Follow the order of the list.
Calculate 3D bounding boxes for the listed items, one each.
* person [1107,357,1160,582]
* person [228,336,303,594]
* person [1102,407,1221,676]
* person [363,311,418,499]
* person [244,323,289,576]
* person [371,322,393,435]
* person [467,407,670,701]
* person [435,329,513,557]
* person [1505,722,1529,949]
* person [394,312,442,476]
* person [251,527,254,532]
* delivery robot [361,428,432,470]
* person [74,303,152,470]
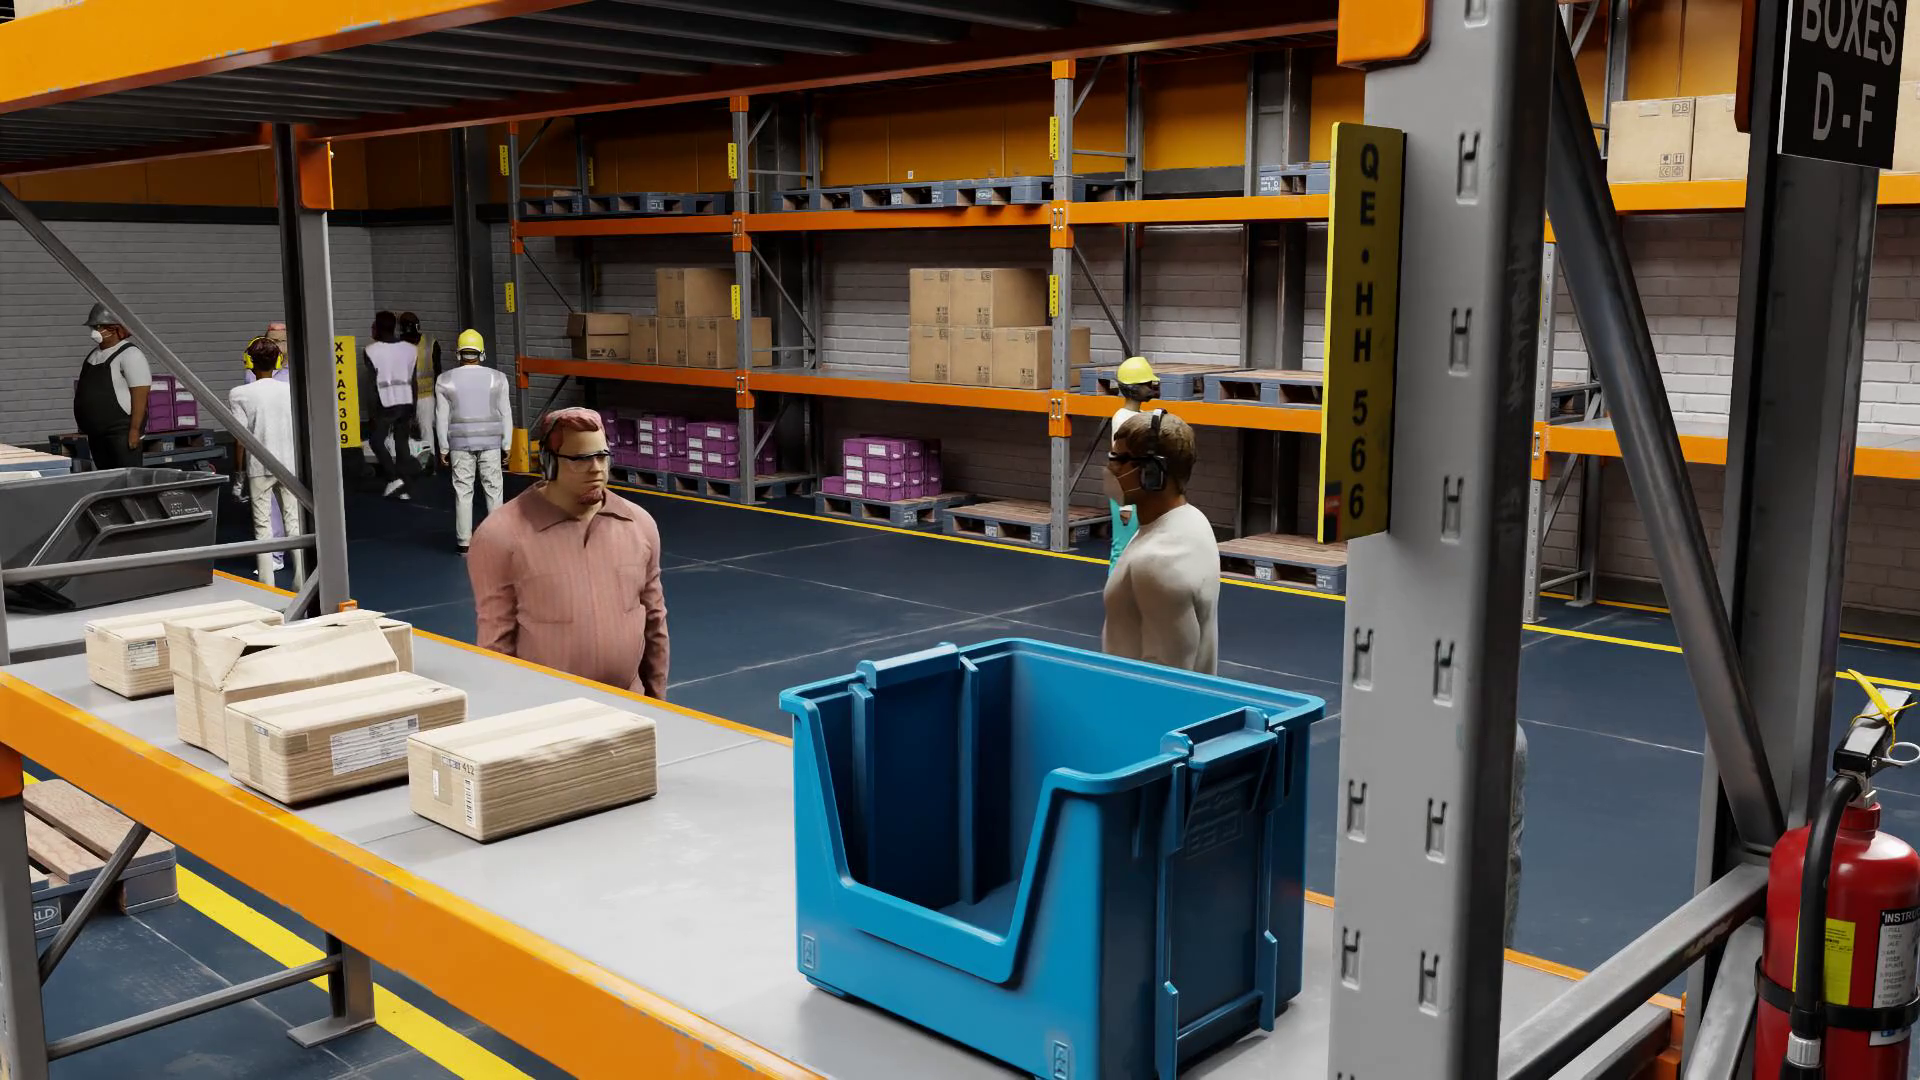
[{"bbox_3d":[1.087,-0.259,10.430,0.296,1.772,0.533,3,10,19],"label":"person"},{"bbox_3d":[-4.639,-0.432,11.187,0.518,1.872,0.326,-9,13,-43],"label":"person"},{"bbox_3d":[0.545,0.597,4.666,0.373,1.940,0.628,2,9,10],"label":"person"},{"bbox_3d":[-5.694,-1.342,16.683,0.447,1.904,0.590,9,13,43],"label":"person"},{"bbox_3d":[-5.105,-0.677,12.564,0.641,1.913,0.407,0,9,2],"label":"person"},{"bbox_3d":[-7.631,-2.098,22.168,0.328,1.624,0.540,5,11,29],"label":"person"},{"bbox_3d":[-1.179,0.535,5.190,0.636,1.899,0.402,-7,12,-37],"label":"person"},{"bbox_3d":[-3.912,-0.778,13.420,0.599,1.832,0.404,-4,10,-21],"label":"person"},{"bbox_3d":[0.996,0.861,3.644,0.304,1.745,0.483,-4,10,-25],"label":"person"},{"bbox_3d":[-6.110,-1.626,18.589,0.637,1.842,0.429,-2,10,-13],"label":"person"},{"bbox_3d":[-5.878,-0.854,14.441,0.656,1.667,0.342,0,9,-2],"label":"person"},{"bbox_3d":[-6.232,-0.998,18.391,0.707,0.478,0.477,1,9,8],"label":"delivery robot"},{"bbox_3d":[-7.131,-0.970,13.960,0.684,2.000,0.538,5,11,29],"label":"person"}]
